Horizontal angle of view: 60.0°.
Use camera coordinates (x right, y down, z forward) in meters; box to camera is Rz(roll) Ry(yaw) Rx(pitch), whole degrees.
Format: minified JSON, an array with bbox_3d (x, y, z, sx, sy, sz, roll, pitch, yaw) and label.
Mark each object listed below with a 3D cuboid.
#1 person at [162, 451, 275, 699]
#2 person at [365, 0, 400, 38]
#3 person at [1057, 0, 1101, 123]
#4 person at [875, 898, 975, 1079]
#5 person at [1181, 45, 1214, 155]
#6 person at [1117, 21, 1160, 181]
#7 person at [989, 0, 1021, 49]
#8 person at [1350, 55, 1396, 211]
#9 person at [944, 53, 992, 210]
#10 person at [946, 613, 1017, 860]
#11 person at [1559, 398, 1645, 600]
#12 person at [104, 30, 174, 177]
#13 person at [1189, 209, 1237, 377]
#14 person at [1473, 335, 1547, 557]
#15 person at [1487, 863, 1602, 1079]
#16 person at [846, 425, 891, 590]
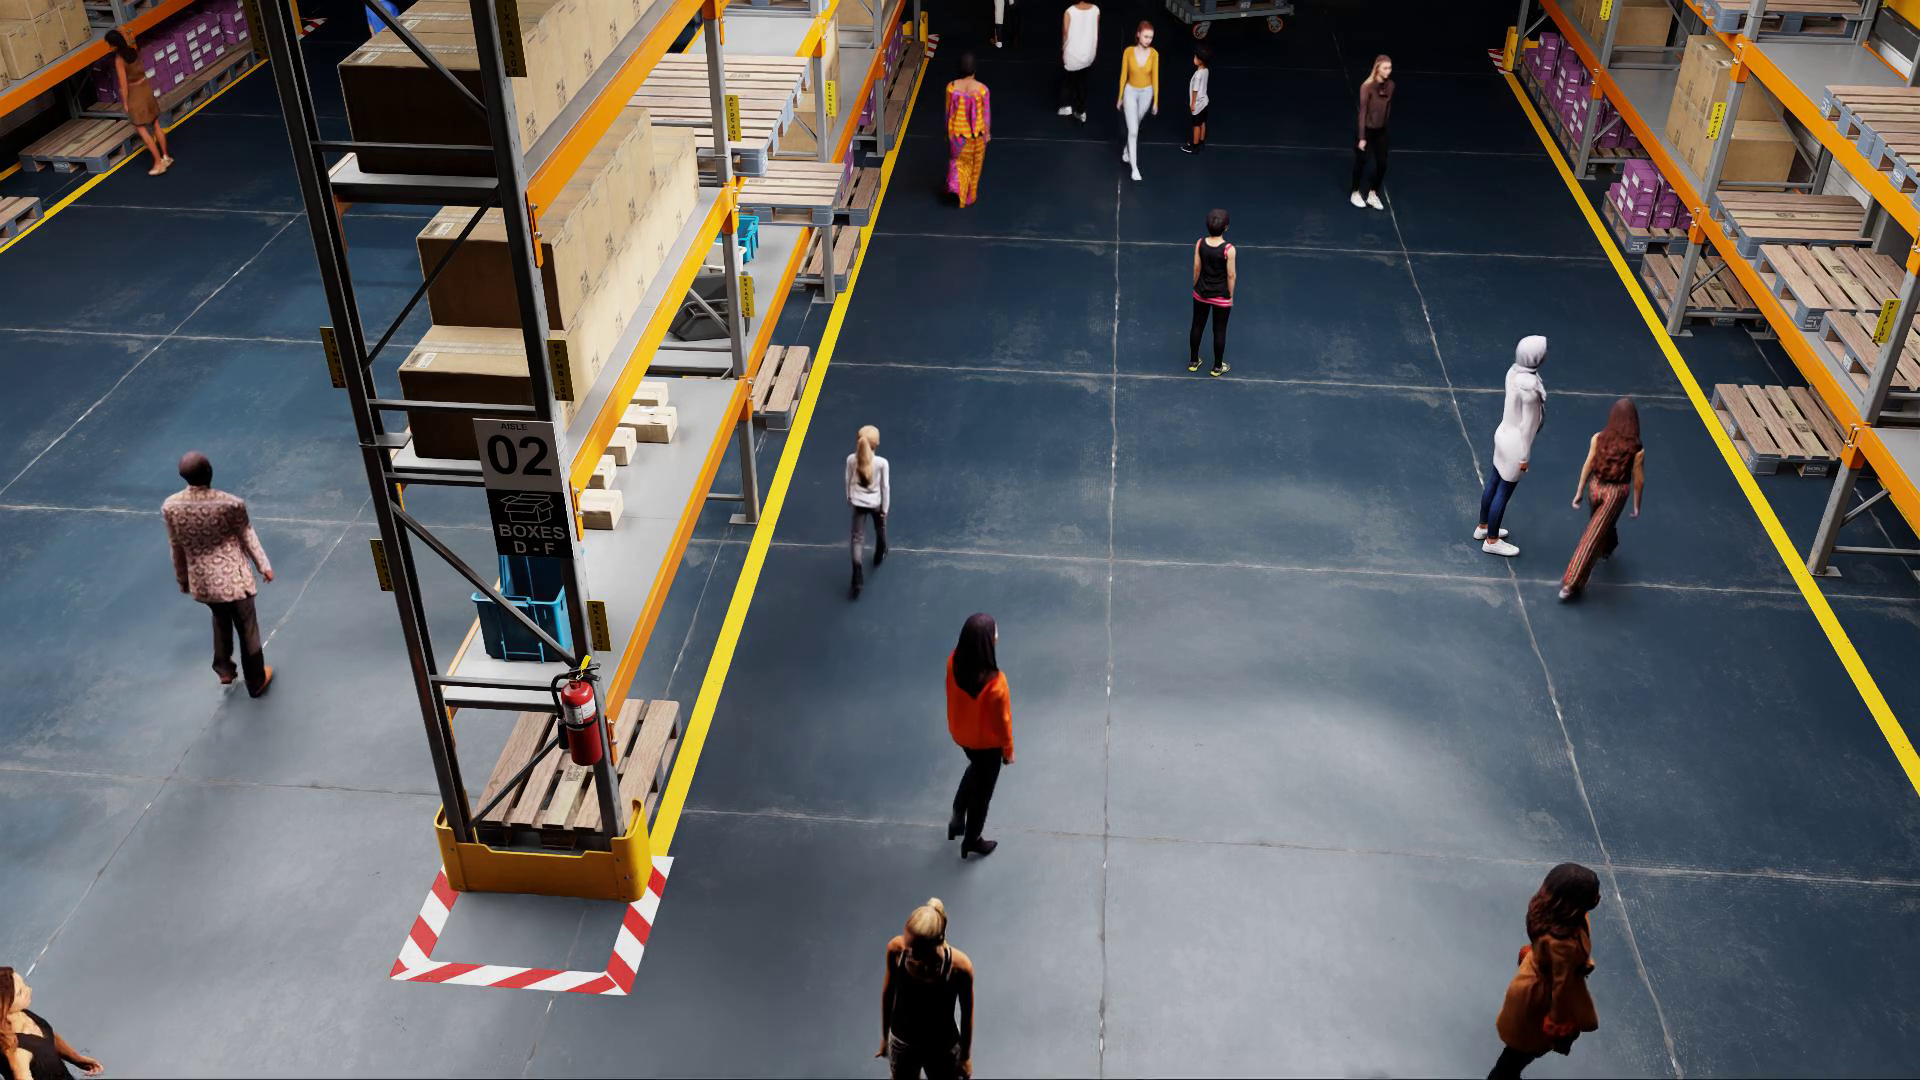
[{"bbox_3d":[-4.822,0.291,10.801,0.721,1.793,0.630,1,34,1],"label":"person"},{"bbox_3d":[-6.812,-5.802,19.900,0.668,1.867,0.643,11,35,17],"label":"person"},{"bbox_3d":[1.450,-5.921,20.255,0.777,1.673,0.804,-14,36,-19],"label":"person"},{"bbox_3d":[-0.154,2.310,7.711,0.662,1.850,0.610,11,35,16],"label":"person"},{"bbox_3d":[2.813,-5.170,19.501,0.608,1.257,0.520,16,37,22],"label":"person"},{"bbox_3d":[2.007,-5.014,18.871,0.743,1.694,1.255,-1,34,-1],"label":"person"},{"bbox_3d":[0.636,-7.738,22.785,0.748,1.898,0.706,-8,34,-12],"label":"person"},{"bbox_3d":[4.401,-4.426,17.992,0.731,1.687,0.775,-10,35,-15],"label":"person"},{"bbox_3d":[0.053,-4.418,17.998,0.723,1.668,0.796,9,35,13],"label":"person"},{"bbox_3d":[0.035,1.174,9.521,0.792,1.739,0.713,-19,38,-26],"label":"person"},{"bbox_3d":[4.572,-0.247,11.869,1.008,1.506,1.141,28,43,35],"label":"person"},{"bbox_3d":[-9.275,-5.015,18.906,0.722,1.657,0.424,10,35,15],"label":"person"},{"bbox_3d":[2.245,-2.209,14.780,0.615,1.552,0.631,19,38,26],"label":"person"},{"bbox_3d":[4.092,-0.712,12.326,0.682,1.775,0.472,1,34,1],"label":"person"},{"bbox_3d":[2.707,2.195,8.010,0.850,1.712,0.736,12,35,17],"label":"person"},{"bbox_3d":[-0.695,-0.229,12.061,0.508,1.264,0.889,4,34,6],"label":"person"}]
